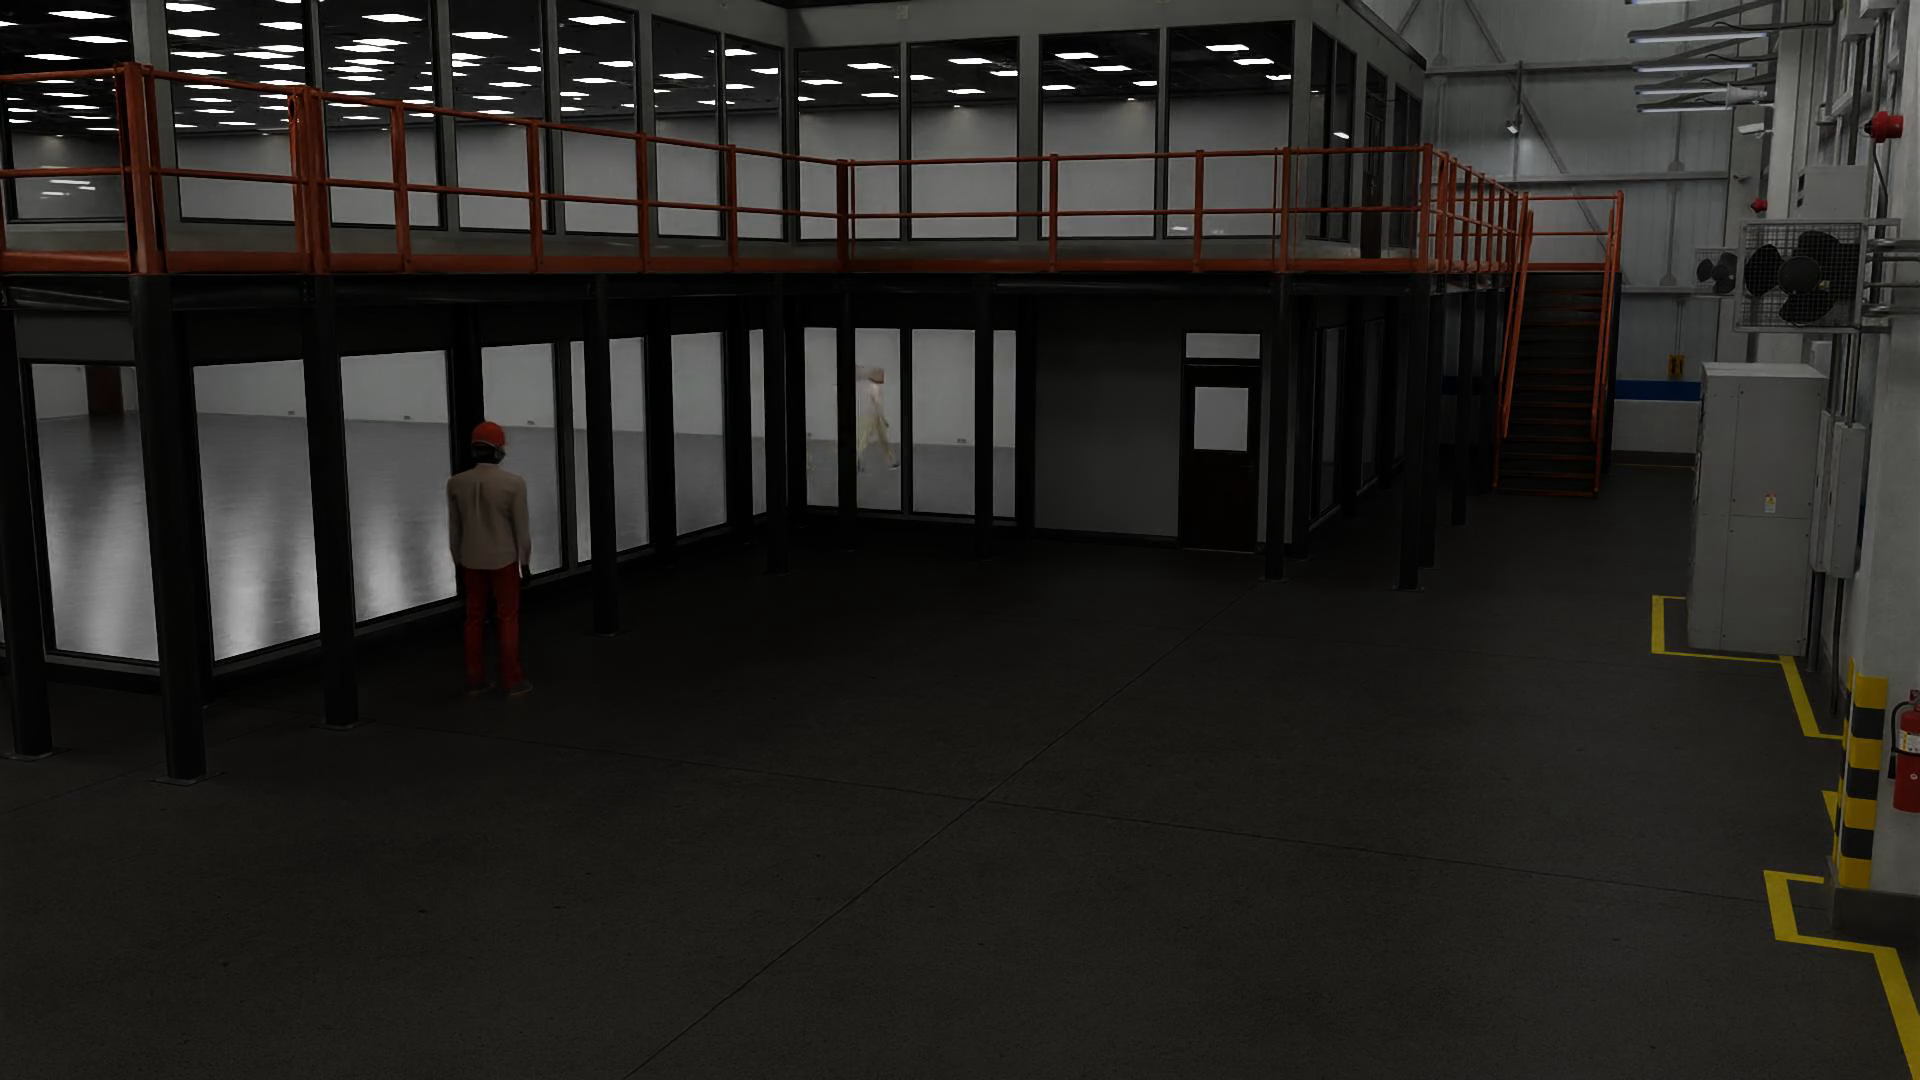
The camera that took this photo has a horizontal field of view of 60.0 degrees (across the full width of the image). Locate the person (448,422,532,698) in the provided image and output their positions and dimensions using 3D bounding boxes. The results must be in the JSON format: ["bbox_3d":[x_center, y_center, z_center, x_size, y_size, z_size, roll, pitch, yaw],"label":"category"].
[{"bbox_3d":[-3.352,0.144,11.946,0.608,1.987,0.401,2,9,10],"label":"person"}]
